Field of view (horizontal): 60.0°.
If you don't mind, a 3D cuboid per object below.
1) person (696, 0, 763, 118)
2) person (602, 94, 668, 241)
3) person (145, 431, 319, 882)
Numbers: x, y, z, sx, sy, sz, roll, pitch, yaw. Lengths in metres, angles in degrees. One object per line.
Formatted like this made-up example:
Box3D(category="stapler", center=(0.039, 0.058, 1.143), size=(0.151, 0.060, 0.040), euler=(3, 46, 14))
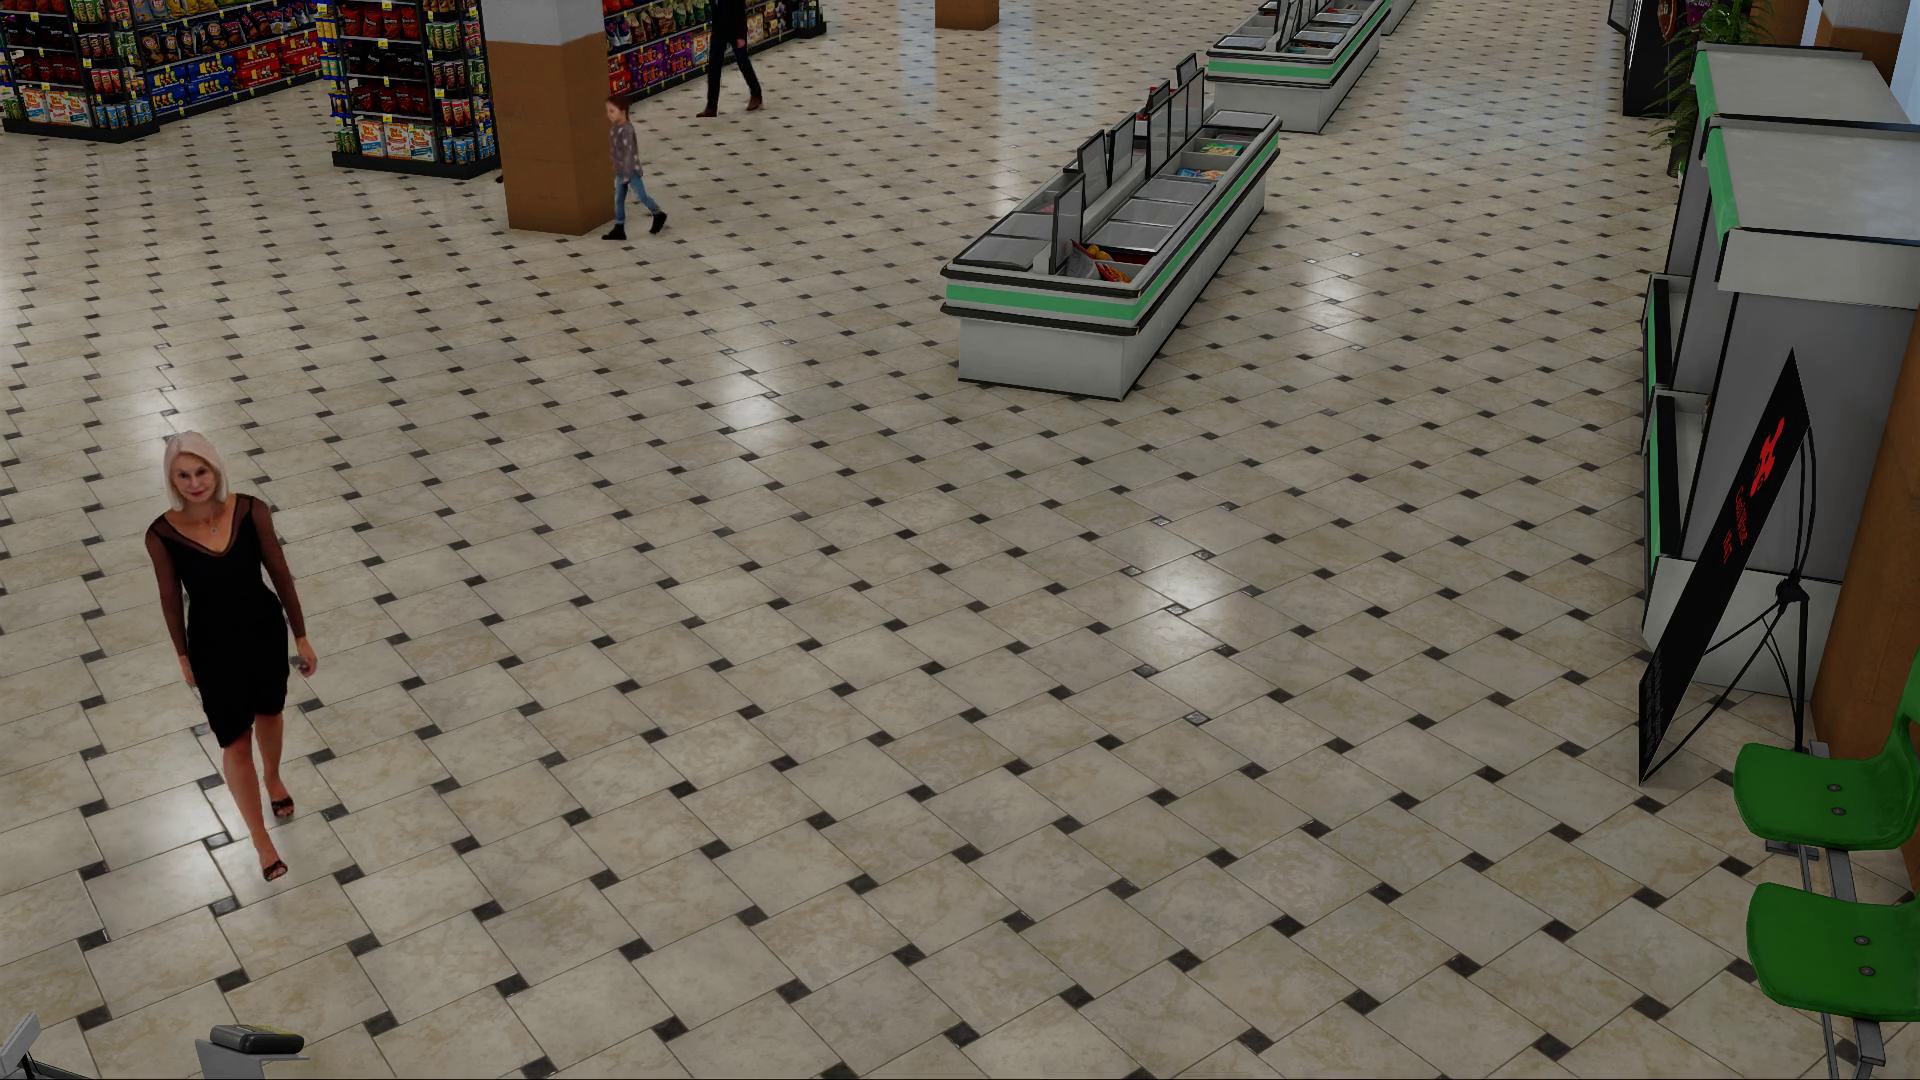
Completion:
Box3D(category="person", center=(-2.382, -5.374, 17.561), size=(0.830, 1.757, 1.230), euler=(14, 30, 26))
Box3D(category="person", center=(-2.668, -3.045, 13.611), size=(0.900, 1.176, 0.733), euler=(-22, 34, -36))
Box3D(category="person", center=(-2.727, 0.370, 6.281), size=(1.020, 1.713, 1.009), euler=(-17, 31, -30))
